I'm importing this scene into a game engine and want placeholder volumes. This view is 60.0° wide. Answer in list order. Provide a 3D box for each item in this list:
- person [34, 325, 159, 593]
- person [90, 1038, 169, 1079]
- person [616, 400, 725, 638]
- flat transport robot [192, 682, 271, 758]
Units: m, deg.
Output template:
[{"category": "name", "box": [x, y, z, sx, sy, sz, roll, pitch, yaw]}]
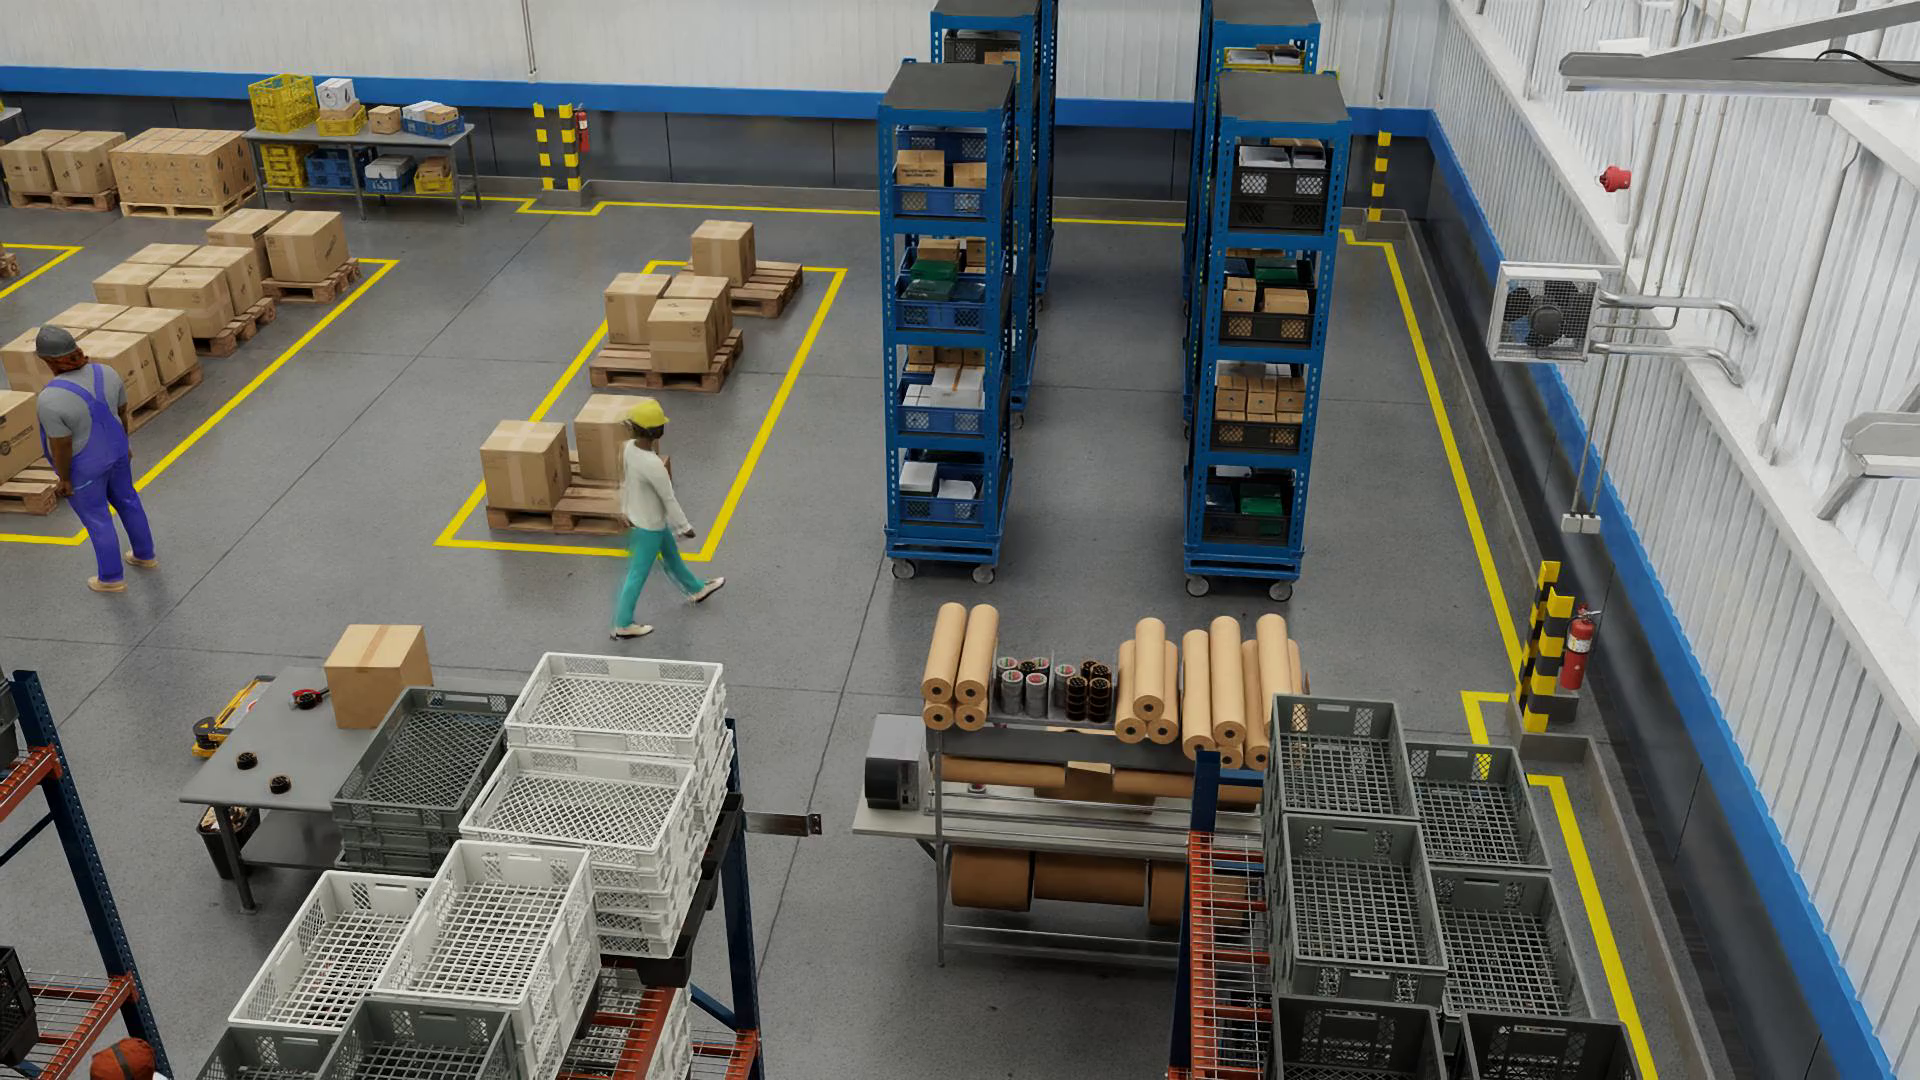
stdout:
[{"category": "person", "box": [-6.272, -0.597, 11.939, 0.539, 2.000, 0.688, 10, 32, 16]}, {"category": "person", "box": [-3.039, 2.649, 6.518, 0.578, 1.882, 0.343, 25, 38, 36]}, {"category": "person", "box": [-2.078, -0.162, 11.509, 0.916, 1.717, 0.541, -15, 33, -24]}, {"category": "flat transport robot", "box": [-4.089, 1.163, 10.648, 1.431, 0.197, 0.652, 3, 30, 6]}]
